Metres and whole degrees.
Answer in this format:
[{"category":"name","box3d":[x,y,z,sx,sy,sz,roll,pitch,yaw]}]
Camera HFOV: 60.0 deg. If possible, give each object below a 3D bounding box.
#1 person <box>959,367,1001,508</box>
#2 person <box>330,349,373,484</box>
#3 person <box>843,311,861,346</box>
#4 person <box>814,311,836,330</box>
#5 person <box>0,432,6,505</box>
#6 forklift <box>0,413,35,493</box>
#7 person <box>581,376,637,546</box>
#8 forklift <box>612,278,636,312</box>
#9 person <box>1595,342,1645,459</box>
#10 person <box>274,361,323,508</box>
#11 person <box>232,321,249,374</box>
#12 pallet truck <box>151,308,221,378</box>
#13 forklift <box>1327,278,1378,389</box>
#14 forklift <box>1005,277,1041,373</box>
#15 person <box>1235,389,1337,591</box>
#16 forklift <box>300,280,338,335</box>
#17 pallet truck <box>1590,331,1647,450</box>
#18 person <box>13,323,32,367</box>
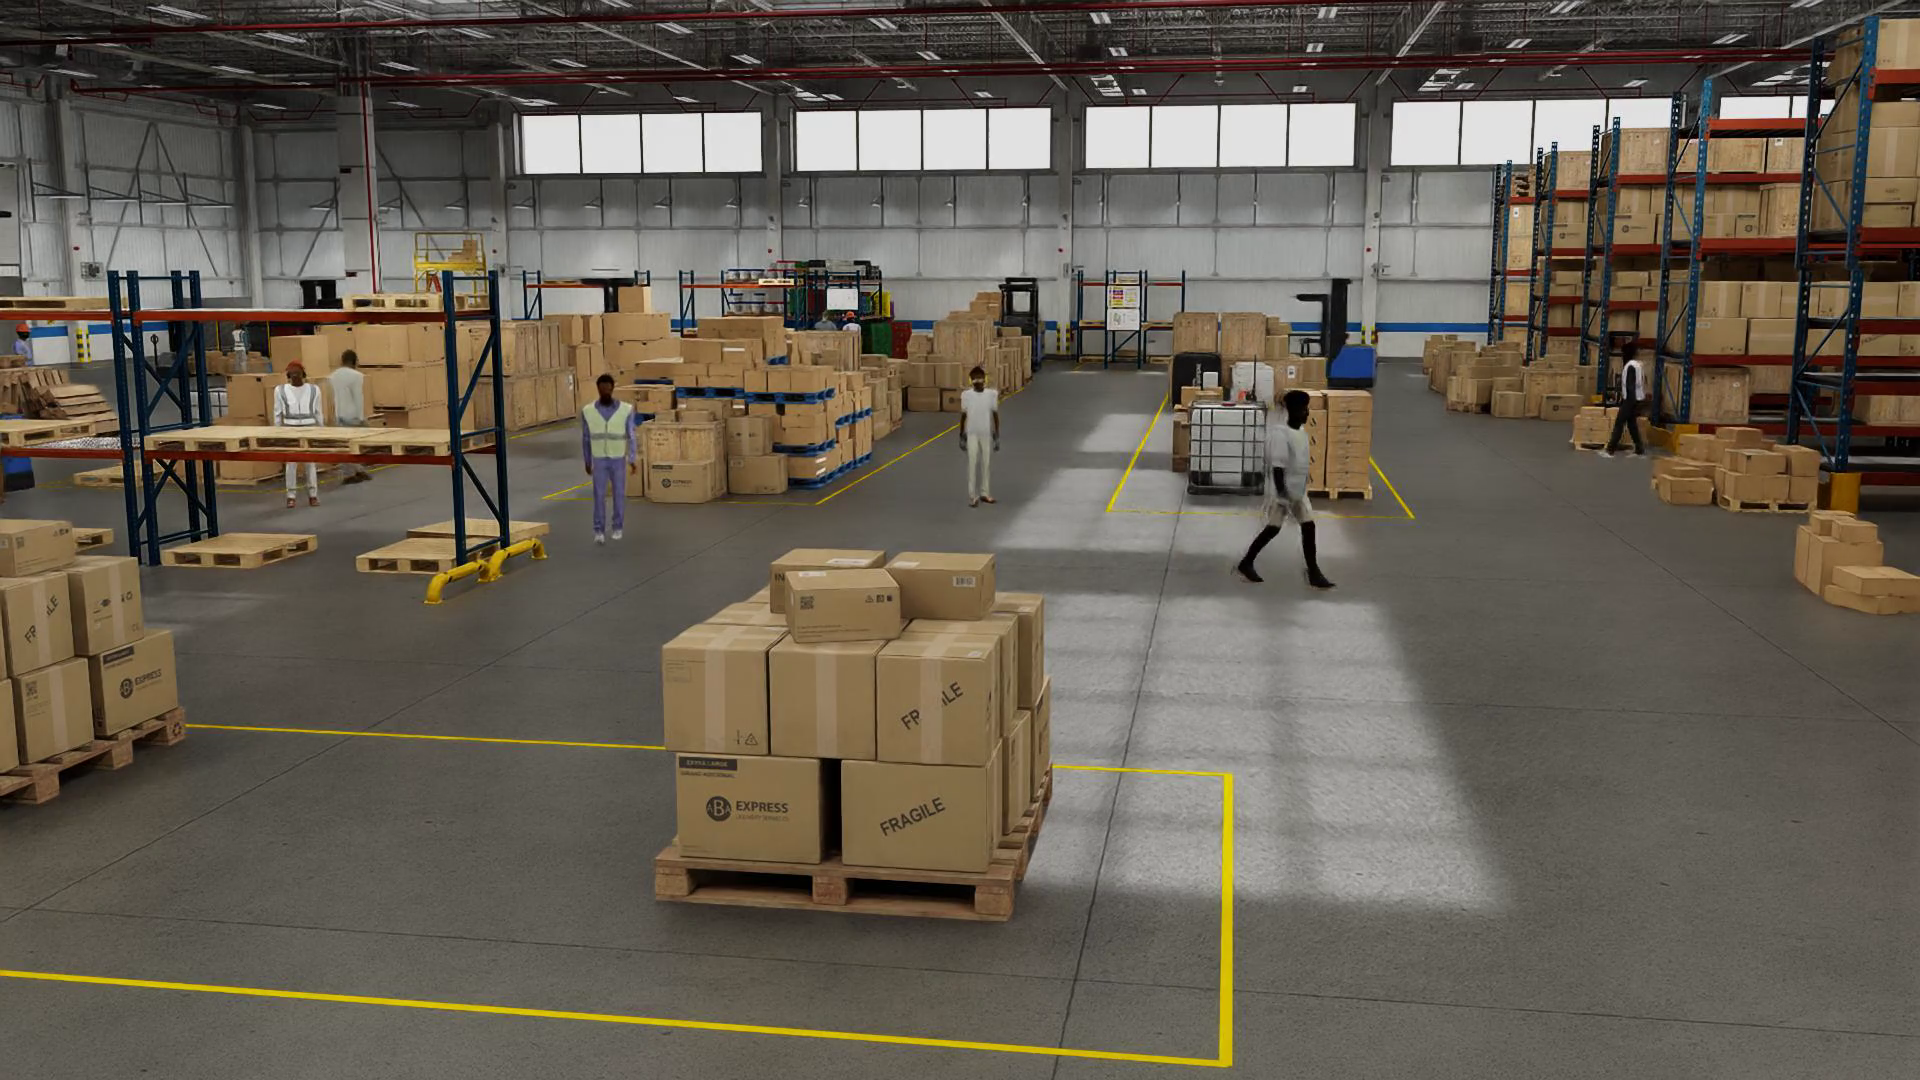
[{"category":"person","box3d":[0.257,-1.334,21.479,0.535,1.818,0.707,-1,9,-5]},{"category":"person","box3d":[-8.637,-1.758,23.710,0.647,1.916,0.617,5,11,29]},{"category":"person","box3d":[-2.954,-5.241,45.174,0.546,1.930,0.390,-6,11,-33]},{"category":"person","box3d":[-3.800,-5.544,47.116,0.637,1.907,0.847,0,9,2]},{"category":"person","box3d":[-9.593,-0.506,16.216,0.507,1.847,0.345,-5,11,-30]},{"category":"forklift","box3d":[-13.639,-1.996,22.222,1.873,2.768,1.129,1,9,9]},{"category":"person","box3d":[-3.891,-0.884,18.476,0.600,1.869,0.980,-1,9,-8]},{"category":"forklift","box3d":[-9.144,-5.767,45.484,1.873,2.768,1.129,1,9,9]},{"category":"person","box3d":[10.730,-2.245,26.865,0.808,1.868,0.665,5,10,28]},{"category":"person","box3d":[-8.477,-1.358,21.353,0.584,1.882,0.337,-4,10,-26]},{"category":"person","box3d":[-19.937,-5.249,46.103,0.514,1.641,0.307,4,10,25]},{"category":"pallet truck","box3d":[-21.869,-5.598,47.154,0.823,1.965,1.885,4,10,26]},{"category":"forklift","box3d":[9.722,-5.301,42.608,1.873,2.768,1.129,3,10,20]},{"category":"forklift","box3d":[1.812,-6.410,49.449,1.129,2.768,1.873,1,9,9]},{"category":"person","box3d":[3.109,-0.490,15.889,1.000,1.920,0.617,8,12,41]},{"category":"forklift","box3d":[-13.784,-4.216,35.916,1.873,2.768,1.129,1,9,9]},{"category":"pallet truck","box3d":[11.253,-2.573,28.499,0.823,1.965,1.885,5,10,27]},{"category":"person","box3d":[-19.512,-3.553,34.730,0.357,1.938,0.545,-2,9,-14]}]
